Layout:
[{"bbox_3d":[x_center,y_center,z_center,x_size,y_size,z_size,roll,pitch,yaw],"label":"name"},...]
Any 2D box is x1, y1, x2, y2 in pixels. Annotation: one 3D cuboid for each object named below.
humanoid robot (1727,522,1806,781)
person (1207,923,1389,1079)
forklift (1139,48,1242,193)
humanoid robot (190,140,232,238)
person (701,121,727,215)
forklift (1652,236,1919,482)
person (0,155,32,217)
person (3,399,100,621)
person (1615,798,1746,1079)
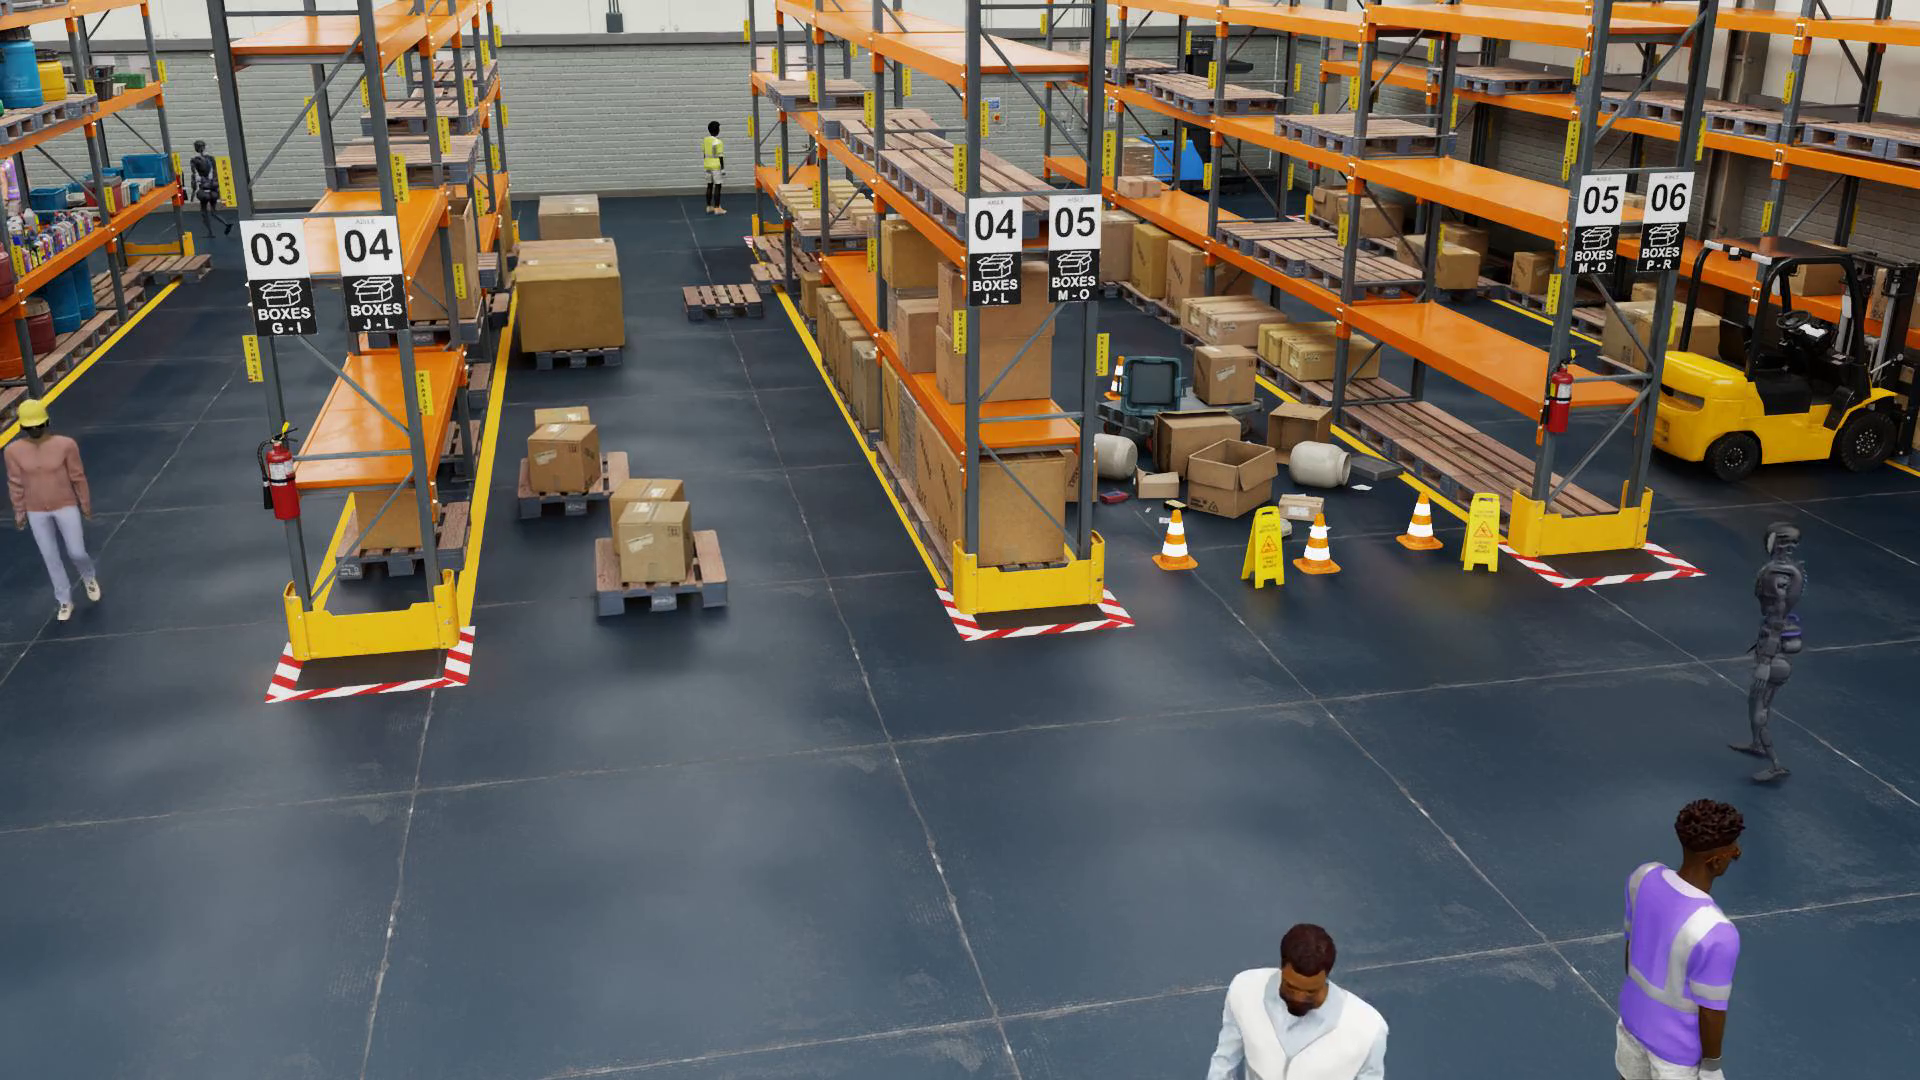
[{"bbox_3d":[5.090,0.672,10.364,0.388,1.635,0.590,7,22,18],"label":"humanoid robot"},{"bbox_3d":[1.156,2.193,5.971,0.638,1.882,0.752,15,25,34],"label":"person"},{"bbox_3d":[4.566,-8.313,32.860,1.873,2.768,1.129,-4,21,-12],"label":"forklift"},{"bbox_3d":[-12.740,-5.945,28.203,0.479,1.645,0.586,7,21,18],"label":"humanoid robot"},{"bbox_3d":[-4.521,-6.845,30.595,0.538,1.687,0.319,17,26,38],"label":"person"},{"bbox_3d":[8.013,-1.814,16.330,2.313,2.155,1.214,-4,21,-12],"label":"forklift"},{"bbox_3d":[-15.368,-5.564,27.150,0.348,1.688,0.490,11,23,26],"label":"person"},{"bbox_3d":[-6.935,-0.239,12.707,0.533,1.752,0.399,-6,21,-15],"label":"person"},{"bbox_3d":[2.824,1.920,6.617,0.367,1.960,0.603,-4,21,-9],"label":"person"}]
